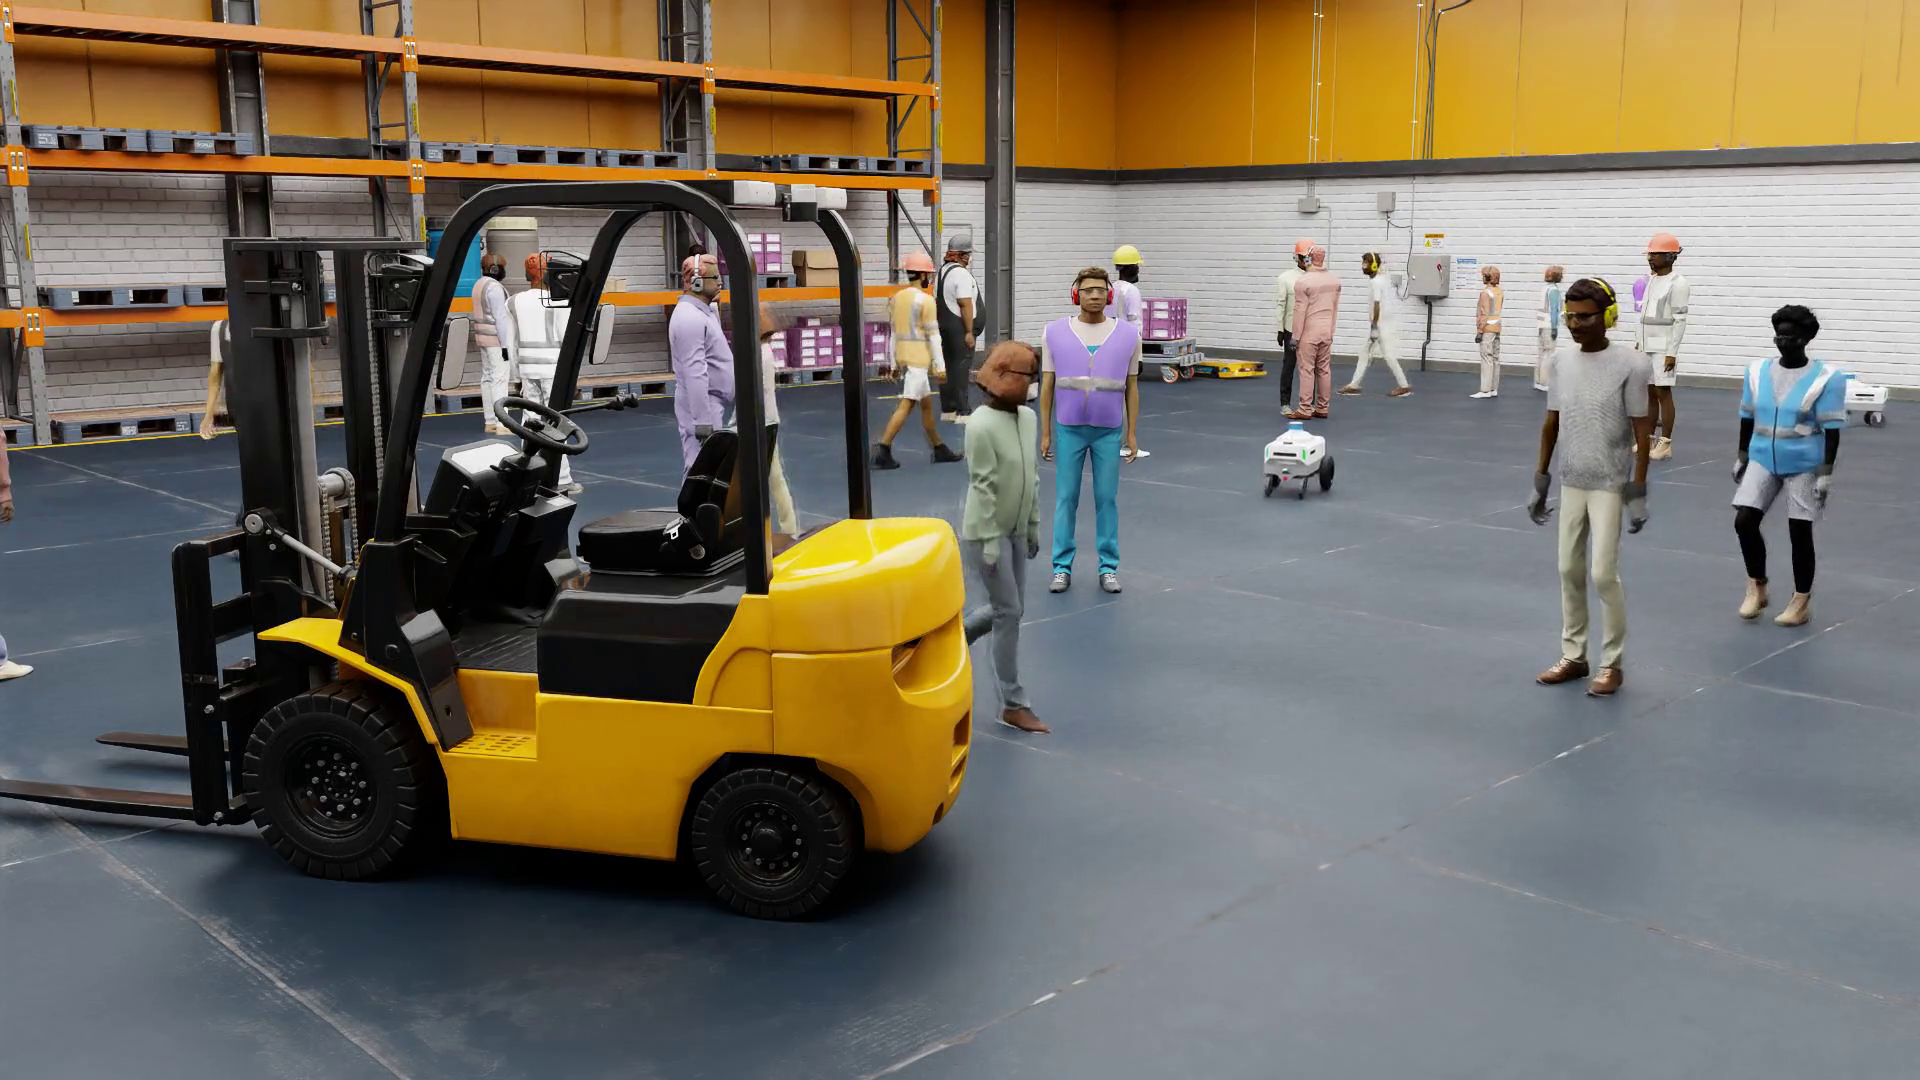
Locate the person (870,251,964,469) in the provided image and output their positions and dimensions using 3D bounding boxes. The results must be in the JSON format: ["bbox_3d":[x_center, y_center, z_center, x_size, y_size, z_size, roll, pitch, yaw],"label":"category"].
[{"bbox_3d":[-0.395,-1.565,14.514,1.006,1.889,0.564,-7,13,-34],"label":"person"}]

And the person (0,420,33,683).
[{"bbox_3d":[-4.535,-0.221,7.502,0.532,1.767,0.328,0,10,2],"label":"person"}]

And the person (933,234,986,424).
[{"bbox_3d":[0.015,-2.285,18.005,0.536,2.000,0.678,-5,11,-25],"label":"person"}]

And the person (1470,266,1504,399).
[{"bbox_3d":[6.580,-2.579,20.700,0.310,1.642,0.514,9,14,40],"label":"person"}]

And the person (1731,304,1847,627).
[{"bbox_3d":[4.248,-0.375,8.567,0.464,1.670,0.590,-8,13,-37],"label":"person"}]

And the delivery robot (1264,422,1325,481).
[{"bbox_3d":[2.636,-0.686,13.081,0.477,0.478,0.707,5,11,24],"label":"delivery robot"}]

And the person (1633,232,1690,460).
[{"bbox_3d":[6.291,-1.738,15.014,0.377,2.045,0.605,-1,10,-6],"label":"person"}]

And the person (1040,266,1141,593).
[{"bbox_3d":[0.734,-0.621,9.449,0.567,1.849,0.386,0,10,1],"label":"person"}]

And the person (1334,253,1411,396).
[{"bbox_3d":[5.255,-2.697,20.906,0.955,1.822,0.541,2,11,9],"label":"person"}]

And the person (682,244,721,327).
[{"bbox_3d":[-2.938,-2.404,18.983,0.394,1.920,0.587,6,12,31],"label":"person"}]

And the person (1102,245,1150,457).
[{"bbox_3d":[1.508,-1.721,15.231,0.363,1.930,0.588,-5,11,-24],"label":"person"}]

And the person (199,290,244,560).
[{"bbox_3d":[-4.504,-0.793,10.551,0.508,1.795,0.984,3,11,15],"label":"person"}]

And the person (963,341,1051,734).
[{"bbox_3d":[0.105,-0.026,6.884,0.654,1.608,0.502,7,13,34],"label":"person"}]

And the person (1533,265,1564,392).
[{"bbox_3d":[7.666,-2.751,21.643,0.310,1.638,0.522,1,10,3],"label":"person"}]

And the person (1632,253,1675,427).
[{"bbox_3d":[7.312,-2.146,17.529,0.545,1.938,0.355,-7,13,-34],"label":"person"}]

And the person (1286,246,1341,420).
[{"bbox_3d":[3.867,-2.270,18.286,0.643,1.909,0.410,-7,13,-35],"label":"person"}]

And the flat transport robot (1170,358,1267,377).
[{"bbox_3d":[3.680,-2.496,23.981,0.652,0.197,1.431,-7,13,-35],"label":"flat transport robot"}]

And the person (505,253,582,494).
[{"bbox_3d":[-3.238,-1.277,12.937,0.582,1.881,0.348,3,11,16],"label":"person"}]

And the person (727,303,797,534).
[{"bbox_3d":[-1.382,-0.697,10.556,0.728,1.603,0.507,-1,10,-3],"label":"person"}]

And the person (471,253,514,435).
[{"bbox_3d":[-4.718,-1.994,16.963,0.429,1.844,0.627,-7,13,-35],"label":"person"}]

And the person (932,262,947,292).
[{"bbox_3d":[-0.126,-2.967,22.663,0.540,1.695,0.317,-3,11,-14],"label":"person"}]

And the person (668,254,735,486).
[{"bbox_3d":[-1.545,-0.767,10.092,0.410,1.909,0.642,-2,11,-8],"label":"person"}]

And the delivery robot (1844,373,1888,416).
[{"bbox_3d":[9.445,-1.529,17.682,0.707,0.478,0.477,3,11,15],"label":"delivery robot"}]

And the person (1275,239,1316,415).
[{"bbox_3d":[3.849,-2.385,18.724,0.607,1.987,0.412,-2,11,-9],"label":"person"}]

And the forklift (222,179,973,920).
[{"bbox_3d":[-1.114,-0.058,5.440,2.313,2.155,1.214,2,11,13],"label":"forklift"}]

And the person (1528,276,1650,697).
[{"bbox_3d":[2.765,-0.230,7.338,0.394,1.849,0.546,-6,12,-31],"label":"person"}]
